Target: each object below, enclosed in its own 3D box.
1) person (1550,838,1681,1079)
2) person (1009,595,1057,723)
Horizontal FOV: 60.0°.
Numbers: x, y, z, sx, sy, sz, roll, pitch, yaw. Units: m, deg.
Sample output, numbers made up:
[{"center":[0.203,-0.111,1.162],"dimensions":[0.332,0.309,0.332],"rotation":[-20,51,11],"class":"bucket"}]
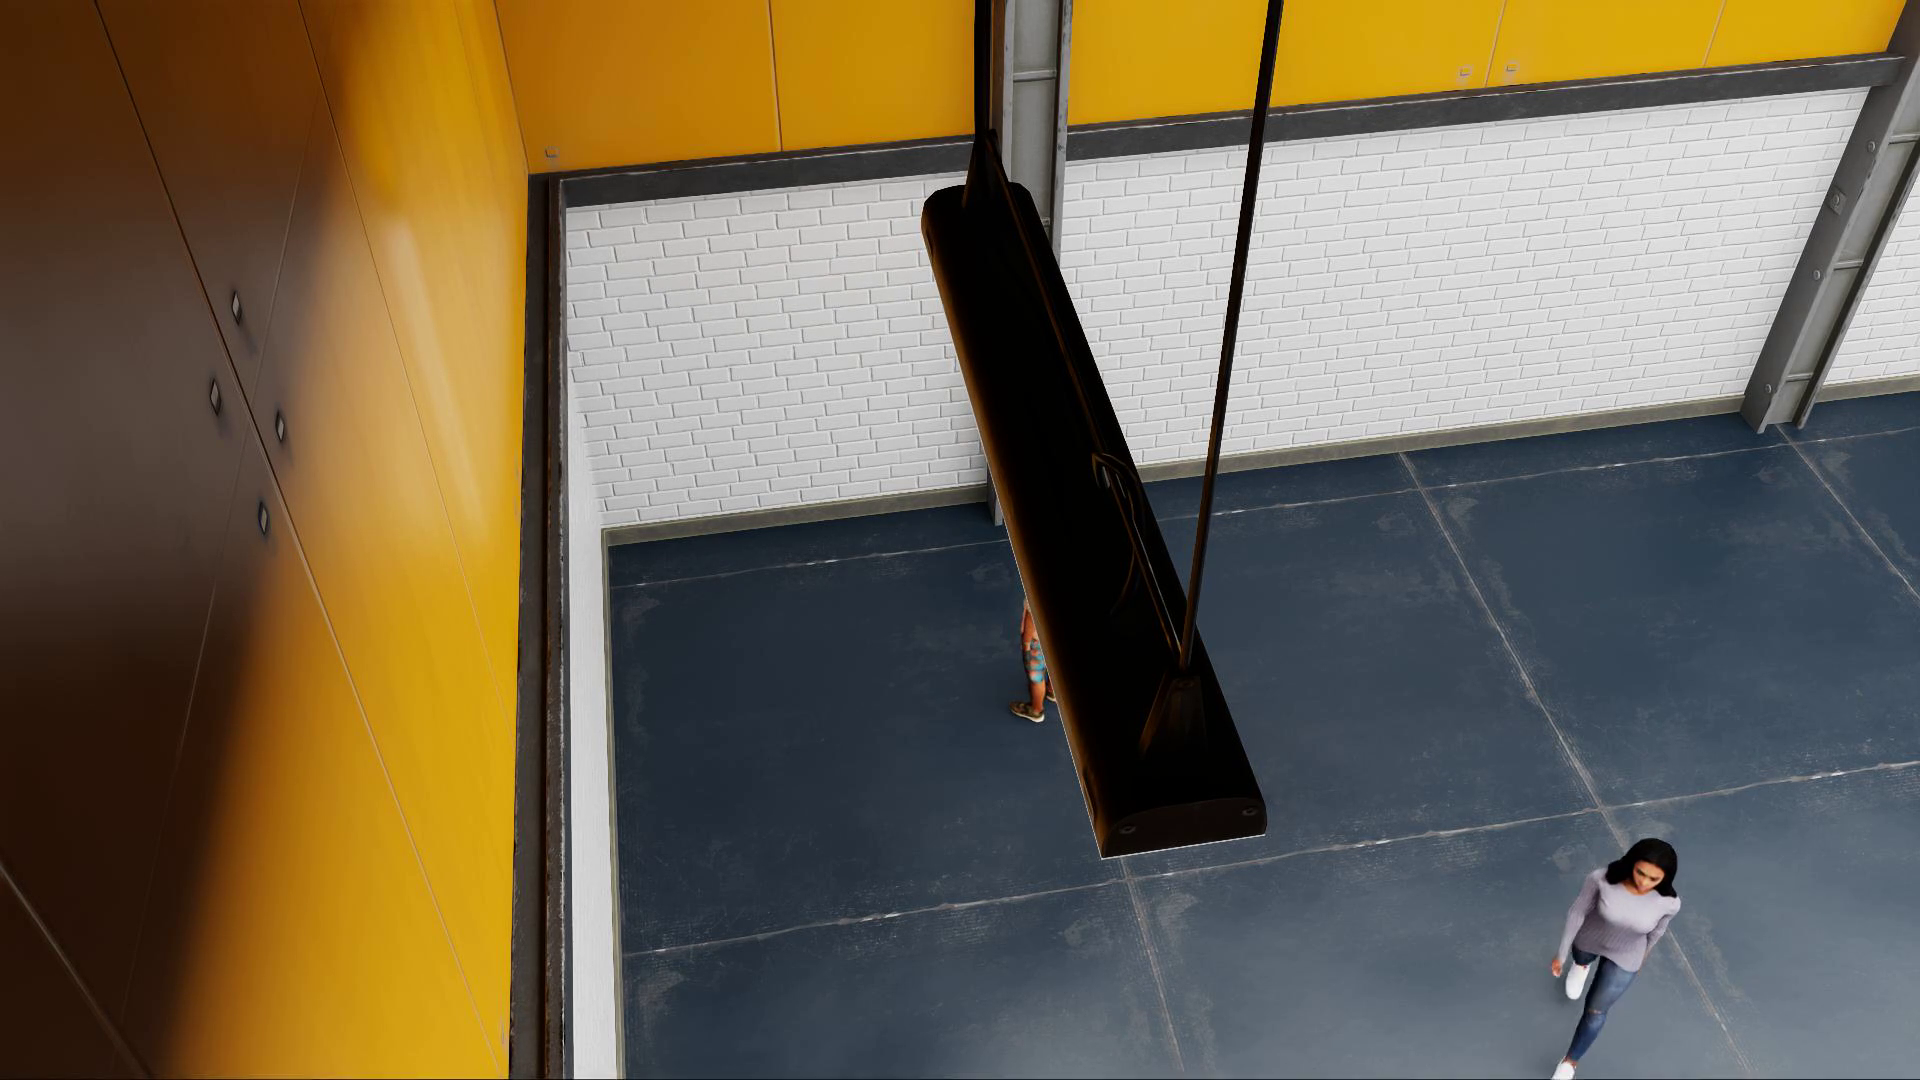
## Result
[{"center":[3.365,2.031,8.621],"dimensions":[1.140,1.690,1.153],"rotation":[22,48,21],"class":"person"},{"center":[0.522,0.546,10.349],"dimensions":[0.643,1.457,0.592],"rotation":[23,48,22],"class":"person"}]
